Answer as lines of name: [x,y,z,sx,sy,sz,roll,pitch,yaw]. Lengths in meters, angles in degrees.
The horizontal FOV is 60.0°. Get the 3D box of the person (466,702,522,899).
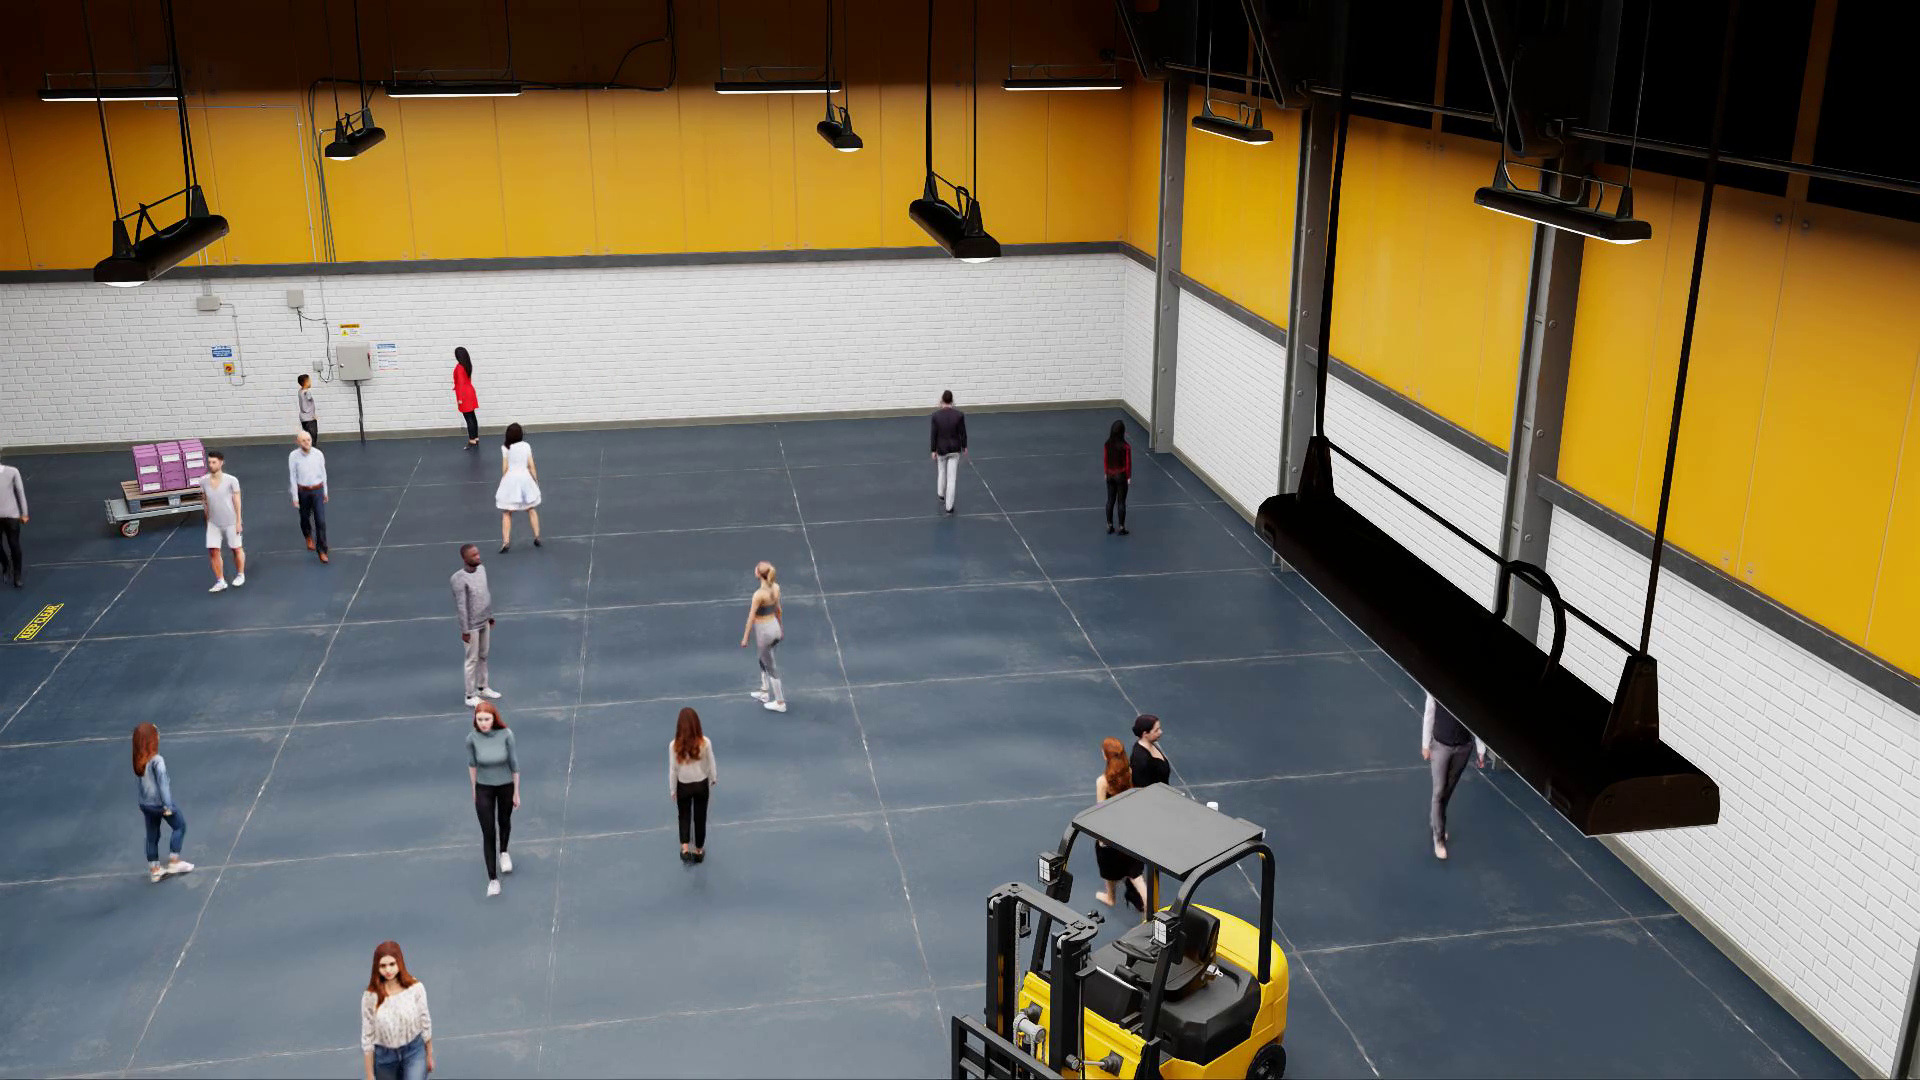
person: [-4.027,2.167,14.476,0.616,1.701,1.083,-5,19,-13]

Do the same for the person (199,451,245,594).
person: [-9.474,-0.282,21.539,0.792,1.834,0.920,0,19,0]

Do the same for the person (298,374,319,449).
person: [-10.788,-2.084,27.490,0.617,1.452,0.693,15,24,38]

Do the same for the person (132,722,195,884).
person: [-7.042,2.305,14.436,0.681,1.465,0.725,9,21,25]

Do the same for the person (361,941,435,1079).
person: [-3.683,3.363,10.919,0.657,1.704,1.099,-5,19,-15]

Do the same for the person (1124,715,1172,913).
person: [1.540,2.278,14.056,0.807,1.760,0.664,3,19,8]

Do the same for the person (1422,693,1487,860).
person: [4.441,1.830,15.143,0.749,1.914,1.036,-1,19,-4]

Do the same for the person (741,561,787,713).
person: [-1.990,1.057,17.795,0.877,1.687,0.834,10,21,27]

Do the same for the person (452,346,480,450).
person: [-8.285,-2.397,27.953,0.746,1.749,0.642,2,19,6]

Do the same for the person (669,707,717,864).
person: [-2.352,2.201,14.722,0.558,1.479,0.542,-3,19,-9]

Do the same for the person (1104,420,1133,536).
person: [2.227,-0.886,23.611,0.652,1.657,0.716,13,23,34]

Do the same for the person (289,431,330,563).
person: [-8.875,-0.618,22.654,0.906,1.760,1.282,-10,21,-27]

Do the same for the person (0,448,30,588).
person: [-12.439,-0.343,21.601,0.877,1.910,0.905,-9,21,-25]

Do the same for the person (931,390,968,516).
person: [-0.168,-1.254,24.486,0.865,1.795,1.214,1,19,4]

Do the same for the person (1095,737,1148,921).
person: [1.346,2.436,13.833,0.845,1.601,1.027,-12,22,-32]

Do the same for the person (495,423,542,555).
person: [-6.037,-0.717,22.901,1.003,1.790,0.967,-11,21,-29]

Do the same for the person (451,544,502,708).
person: [-5.274,0.899,18.037,0.828,1.831,0.684,6,20,17]
